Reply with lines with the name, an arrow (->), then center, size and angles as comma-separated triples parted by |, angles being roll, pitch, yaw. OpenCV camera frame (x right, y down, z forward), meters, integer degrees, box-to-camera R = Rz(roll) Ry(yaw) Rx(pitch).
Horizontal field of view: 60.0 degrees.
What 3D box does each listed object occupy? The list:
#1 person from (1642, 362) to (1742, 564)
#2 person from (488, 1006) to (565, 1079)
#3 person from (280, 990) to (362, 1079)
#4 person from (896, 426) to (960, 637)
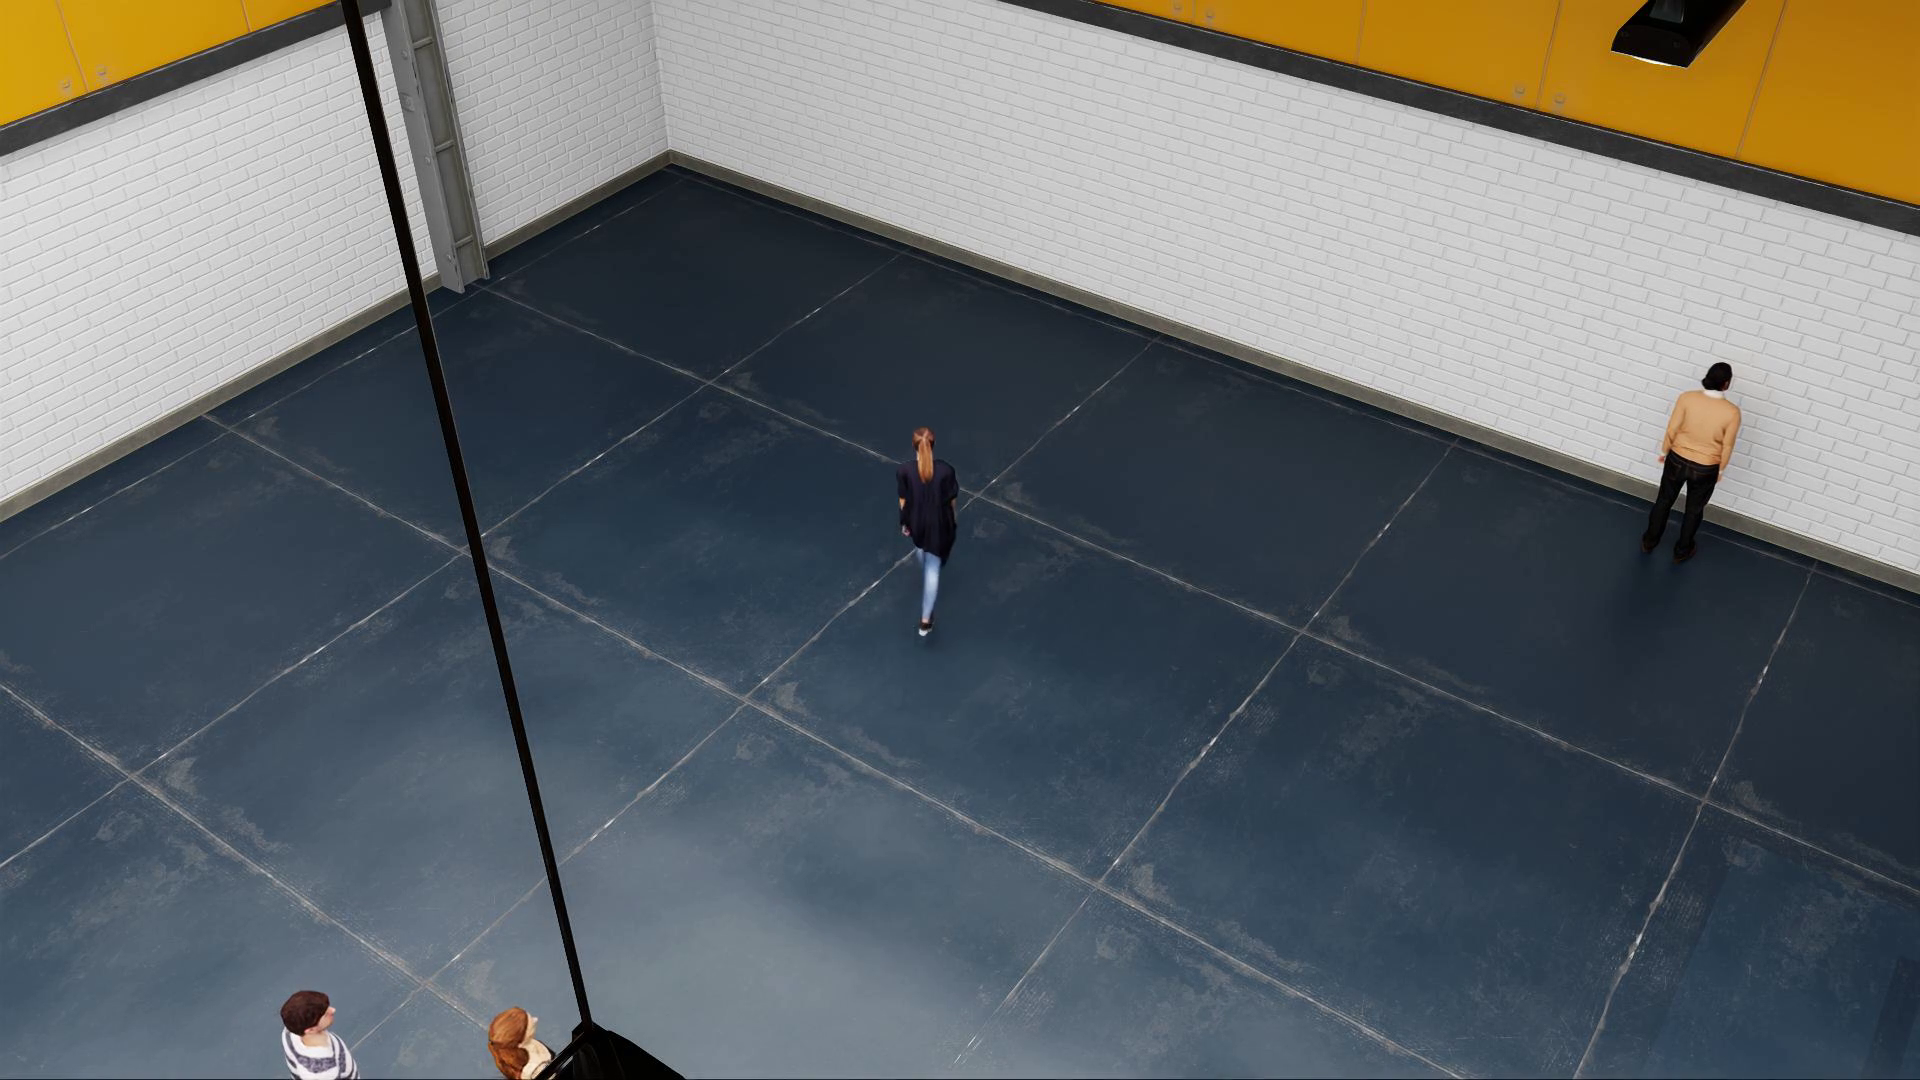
person -> 5.662, -0.596, 12.853 | 0.640, 1.752, 0.567 | 24, 44, 27
person -> -2.163, 2.923, 8.548 | 0.574, 1.625, 0.576 | 27, 46, 30
person -> -3.141, 2.895, 8.402 | 0.627, 1.852, 0.706 | -27, 46, -29
person -> -0.238, -0.057, 12.266 | 0.938, 1.642, 1.207 | 6, 39, 7
